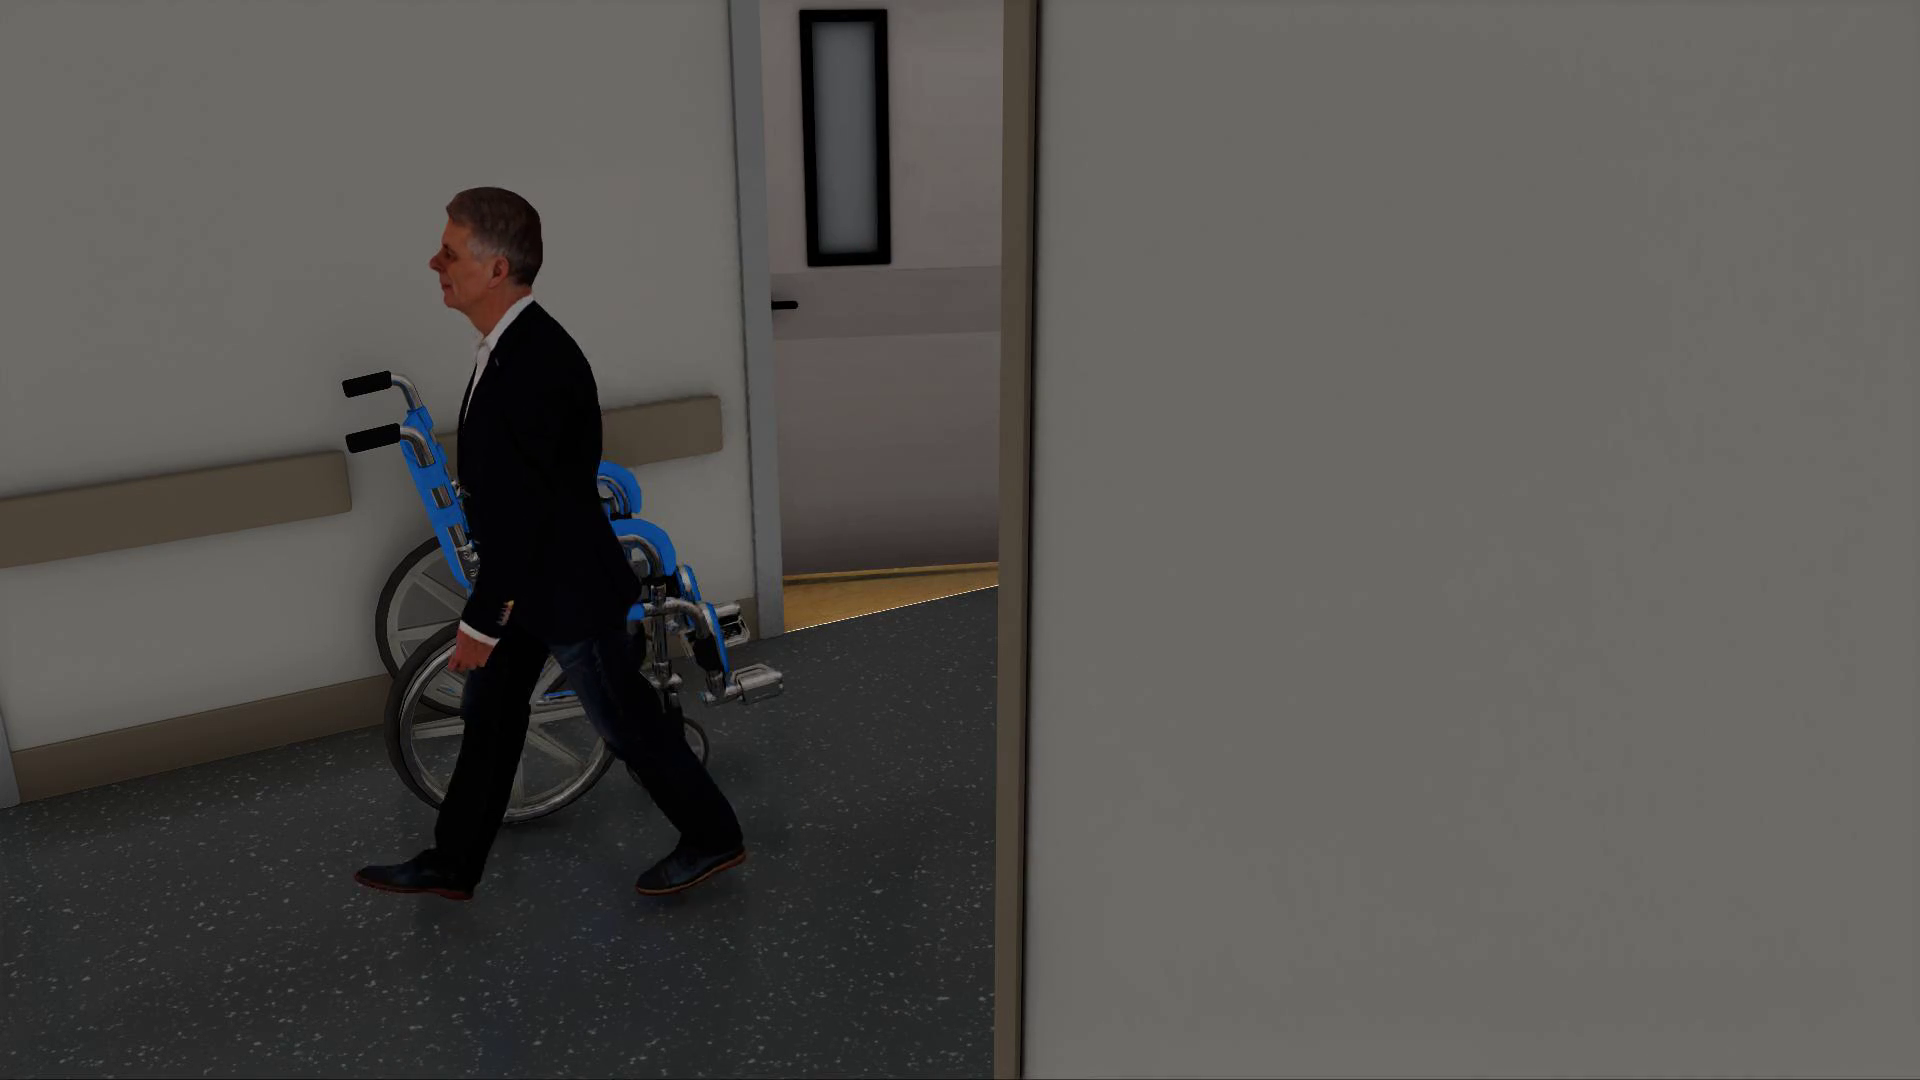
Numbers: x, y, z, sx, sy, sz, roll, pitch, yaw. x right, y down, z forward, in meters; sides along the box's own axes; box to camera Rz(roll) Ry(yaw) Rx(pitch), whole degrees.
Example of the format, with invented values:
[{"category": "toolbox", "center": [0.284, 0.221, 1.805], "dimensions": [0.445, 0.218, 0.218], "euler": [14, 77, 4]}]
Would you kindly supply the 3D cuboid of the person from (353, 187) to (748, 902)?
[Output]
[{"category": "person", "center": [-0.877, 0.090, 3.960], "dimensions": [1.196, 1.769, 0.752], "euler": [-9, 23, -22]}]
